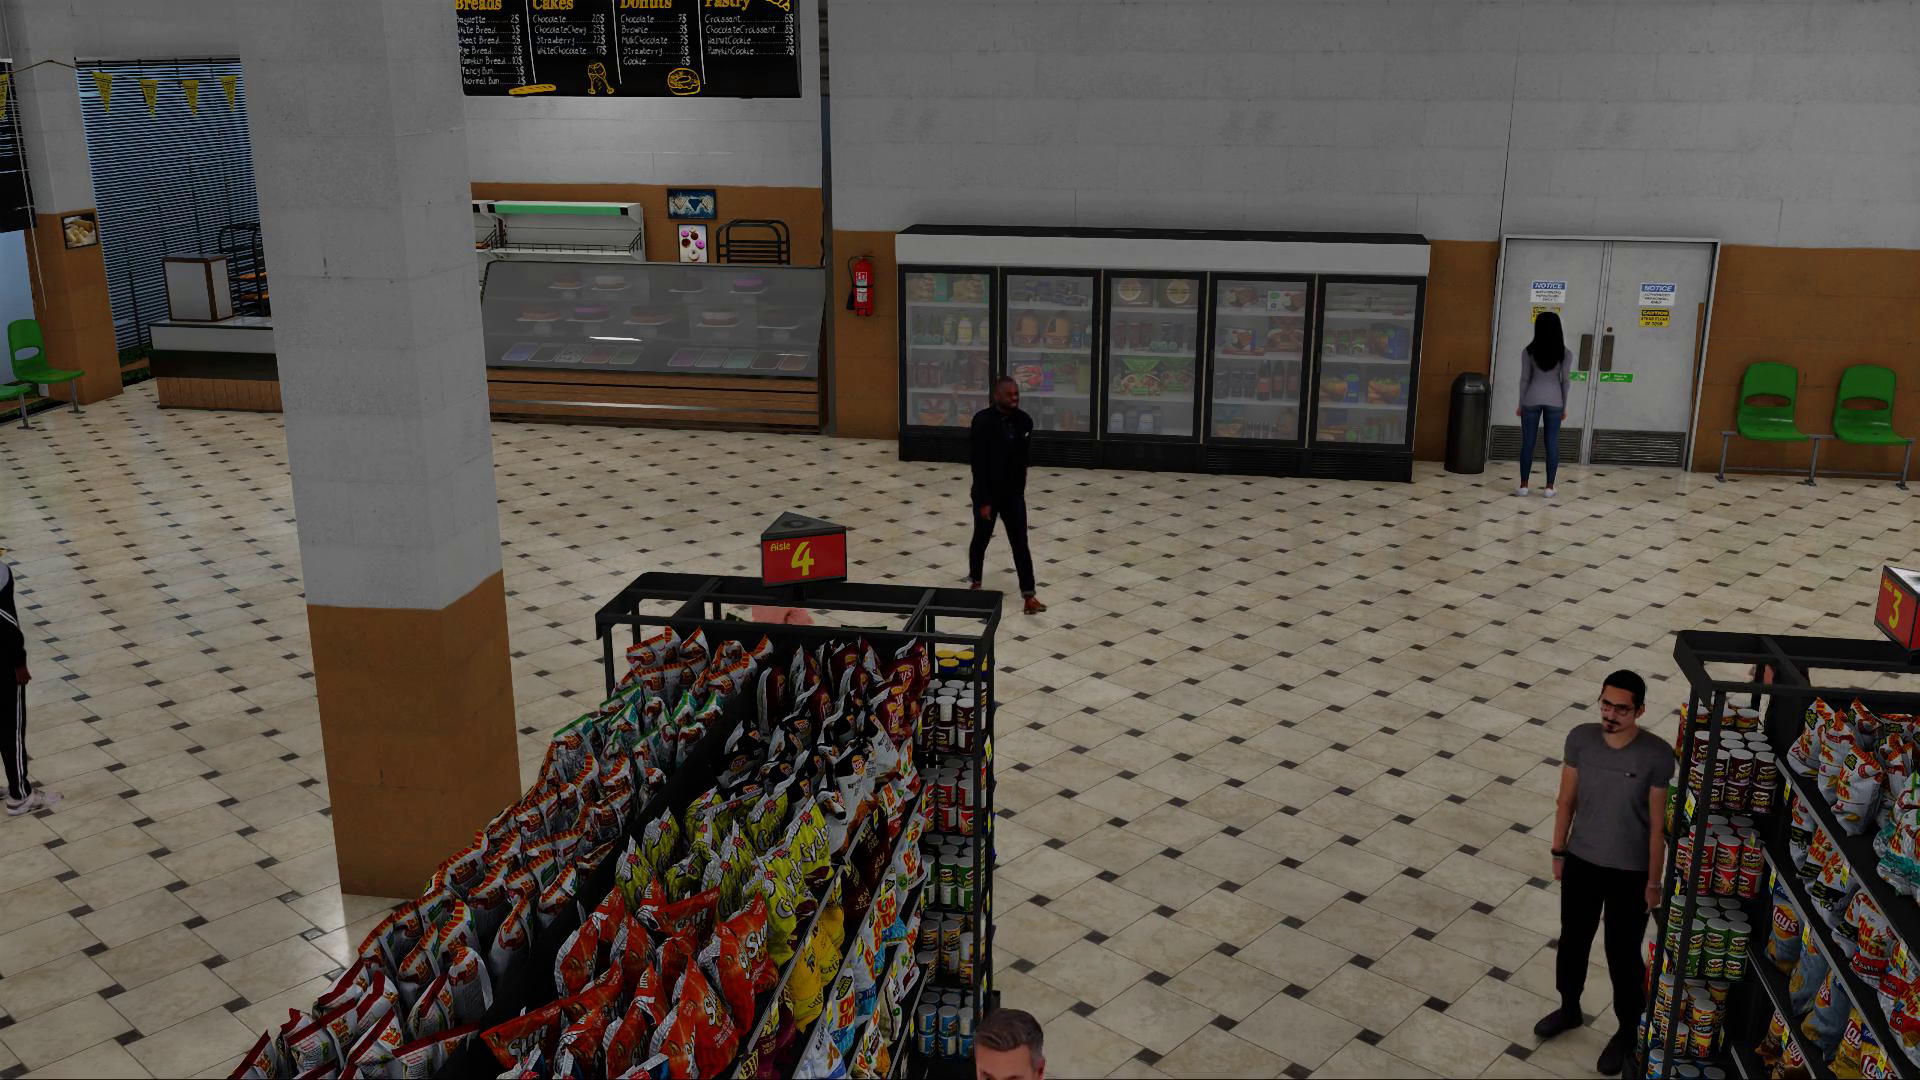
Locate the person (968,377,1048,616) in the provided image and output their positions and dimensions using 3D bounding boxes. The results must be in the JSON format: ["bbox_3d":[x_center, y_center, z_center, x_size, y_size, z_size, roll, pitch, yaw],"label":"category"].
[{"bbox_3d":[0.234,-0.334,12.410,1.093,1.771,1.229,-8,19,-24],"label":"person"}]

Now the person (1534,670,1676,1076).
[{"bbox_3d":[2.732,1.337,6.948,0.734,1.747,0.757,16,23,42],"label":"person"}]

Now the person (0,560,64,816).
[{"bbox_3d":[-5.385,0.627,9.149,0.679,1.828,0.561,5,17,15],"label":"person"}]

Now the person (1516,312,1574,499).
[{"bbox_3d":[5.435,-1.259,15.517,0.634,1.736,0.571,6,18,18],"label":"person"}]
